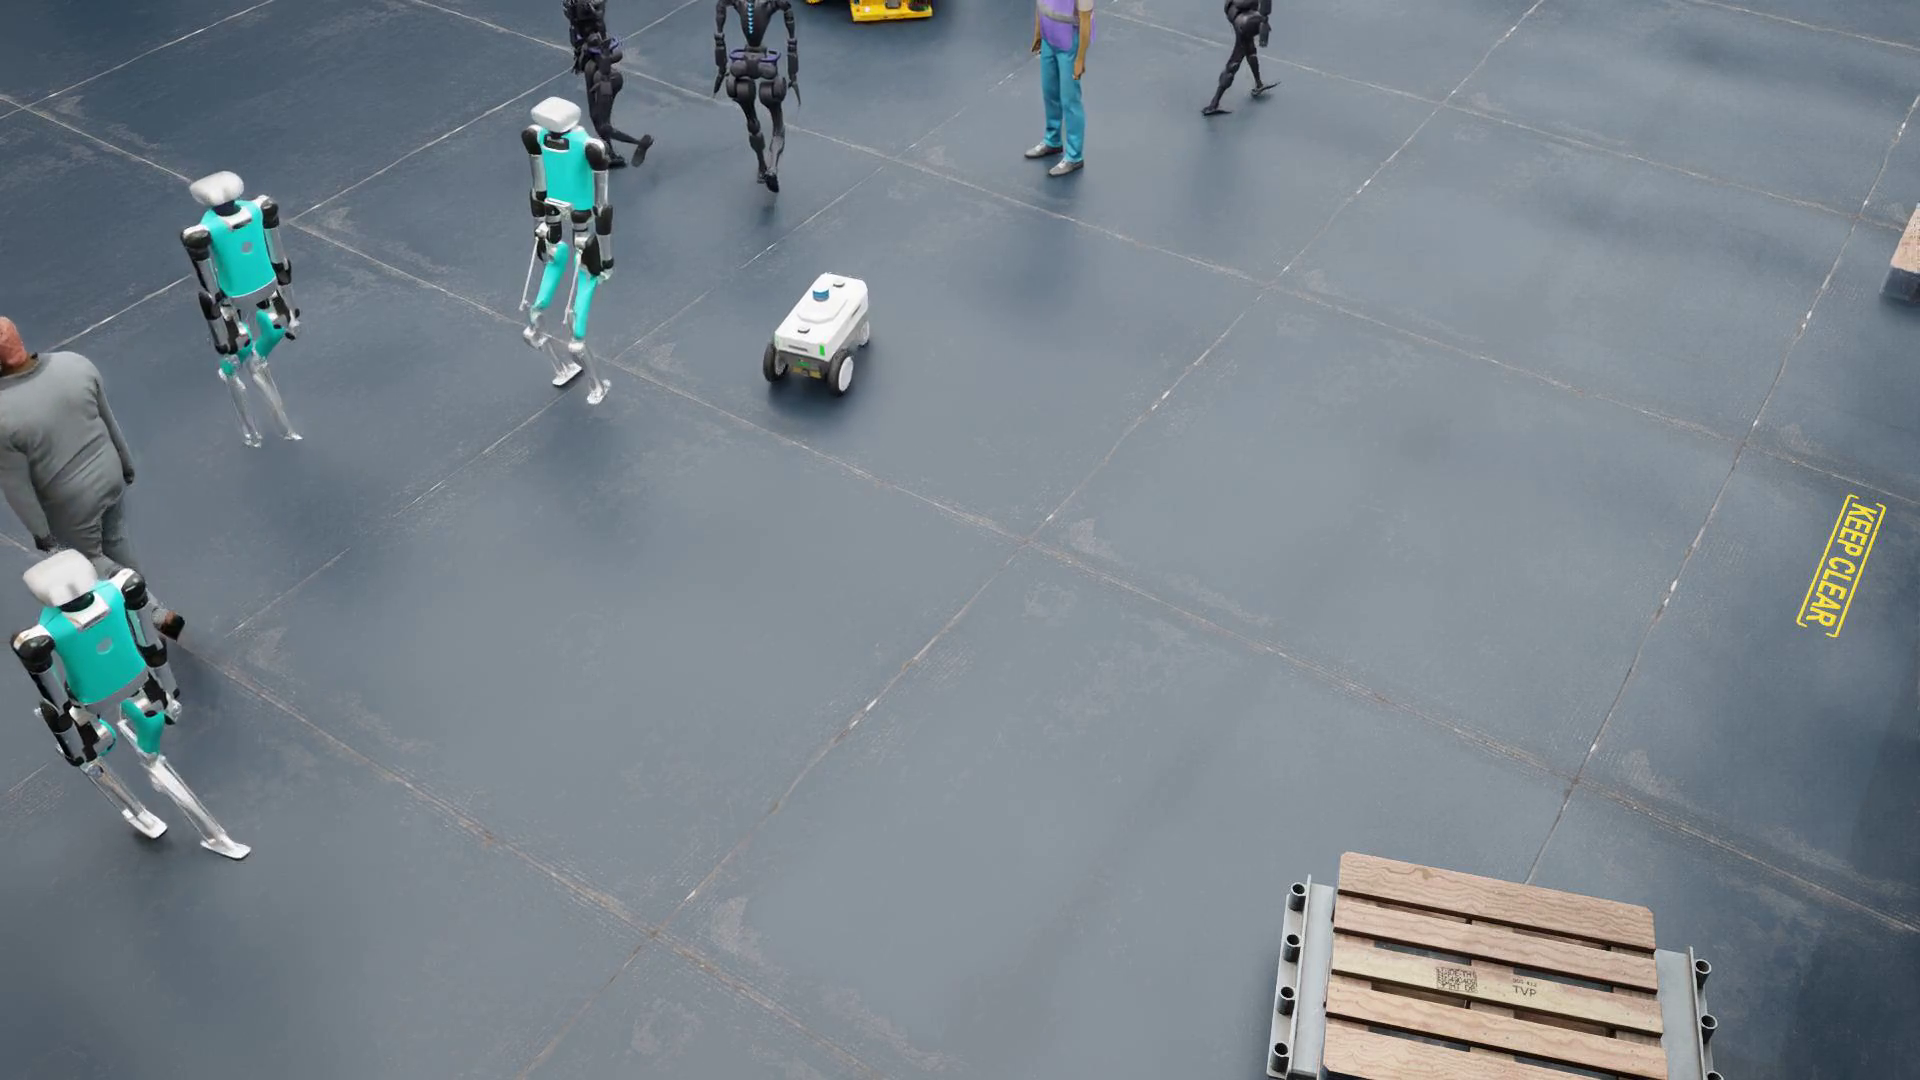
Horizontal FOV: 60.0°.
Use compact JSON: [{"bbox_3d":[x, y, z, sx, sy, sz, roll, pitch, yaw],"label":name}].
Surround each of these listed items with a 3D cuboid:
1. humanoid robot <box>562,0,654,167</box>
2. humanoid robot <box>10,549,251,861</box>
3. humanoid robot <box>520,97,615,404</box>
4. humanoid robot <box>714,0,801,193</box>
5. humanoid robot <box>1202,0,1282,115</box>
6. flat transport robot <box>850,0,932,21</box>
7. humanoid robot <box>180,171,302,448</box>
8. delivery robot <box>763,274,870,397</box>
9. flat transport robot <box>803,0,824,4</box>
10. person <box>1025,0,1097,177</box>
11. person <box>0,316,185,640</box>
[{"bbox_3d":[-2.455,-3.293,11.401,0.428,1.640,0.588,-24,47,-25],"label":"humanoid robot"},{"bbox_3d":[-3.577,0.691,6.919,0.833,1.794,0.540,24,47,24],"label":"humanoid robot"},{"bbox_3d":[-2.275,-1.567,9.417,0.531,1.756,0.732,18,45,19],"label":"humanoid robot"},{"bbox_3d":[-1.395,-3.108,11.218,0.612,1.636,0.565,4,42,4],"label":"humanoid robot"},{"bbox_3d":[2.160,-3.915,12.120,0.706,1.632,0.614,-11,43,-12],"label":"humanoid robot"},{"bbox_3d":[-0.653,-4.806,14.157,0.659,0.231,1.431,-6,42,-6],"label":"flat transport robot"},{"bbox_3d":[-3.938,-1.218,9.078,0.694,1.815,0.549,26,48,26],"label":"humanoid robot"},{"bbox_3d":[-0.830,-1.248,9.975,0.499,0.614,0.812,14,44,15],"label":"delivery robot"},{"bbox_3d":[-0.969,-5.015,14.391,0.659,0.231,1.431,34,52,32],"label":"flat transport robot"},{"bbox_3d":[0.719,-3.417,11.429,0.380,1.837,0.569,-23,46,-23],"label":"person"},{"bbox_3d":[-4.133,-0.235,7.836,0.664,1.878,0.655,15,44,16],"label":"person"}]
